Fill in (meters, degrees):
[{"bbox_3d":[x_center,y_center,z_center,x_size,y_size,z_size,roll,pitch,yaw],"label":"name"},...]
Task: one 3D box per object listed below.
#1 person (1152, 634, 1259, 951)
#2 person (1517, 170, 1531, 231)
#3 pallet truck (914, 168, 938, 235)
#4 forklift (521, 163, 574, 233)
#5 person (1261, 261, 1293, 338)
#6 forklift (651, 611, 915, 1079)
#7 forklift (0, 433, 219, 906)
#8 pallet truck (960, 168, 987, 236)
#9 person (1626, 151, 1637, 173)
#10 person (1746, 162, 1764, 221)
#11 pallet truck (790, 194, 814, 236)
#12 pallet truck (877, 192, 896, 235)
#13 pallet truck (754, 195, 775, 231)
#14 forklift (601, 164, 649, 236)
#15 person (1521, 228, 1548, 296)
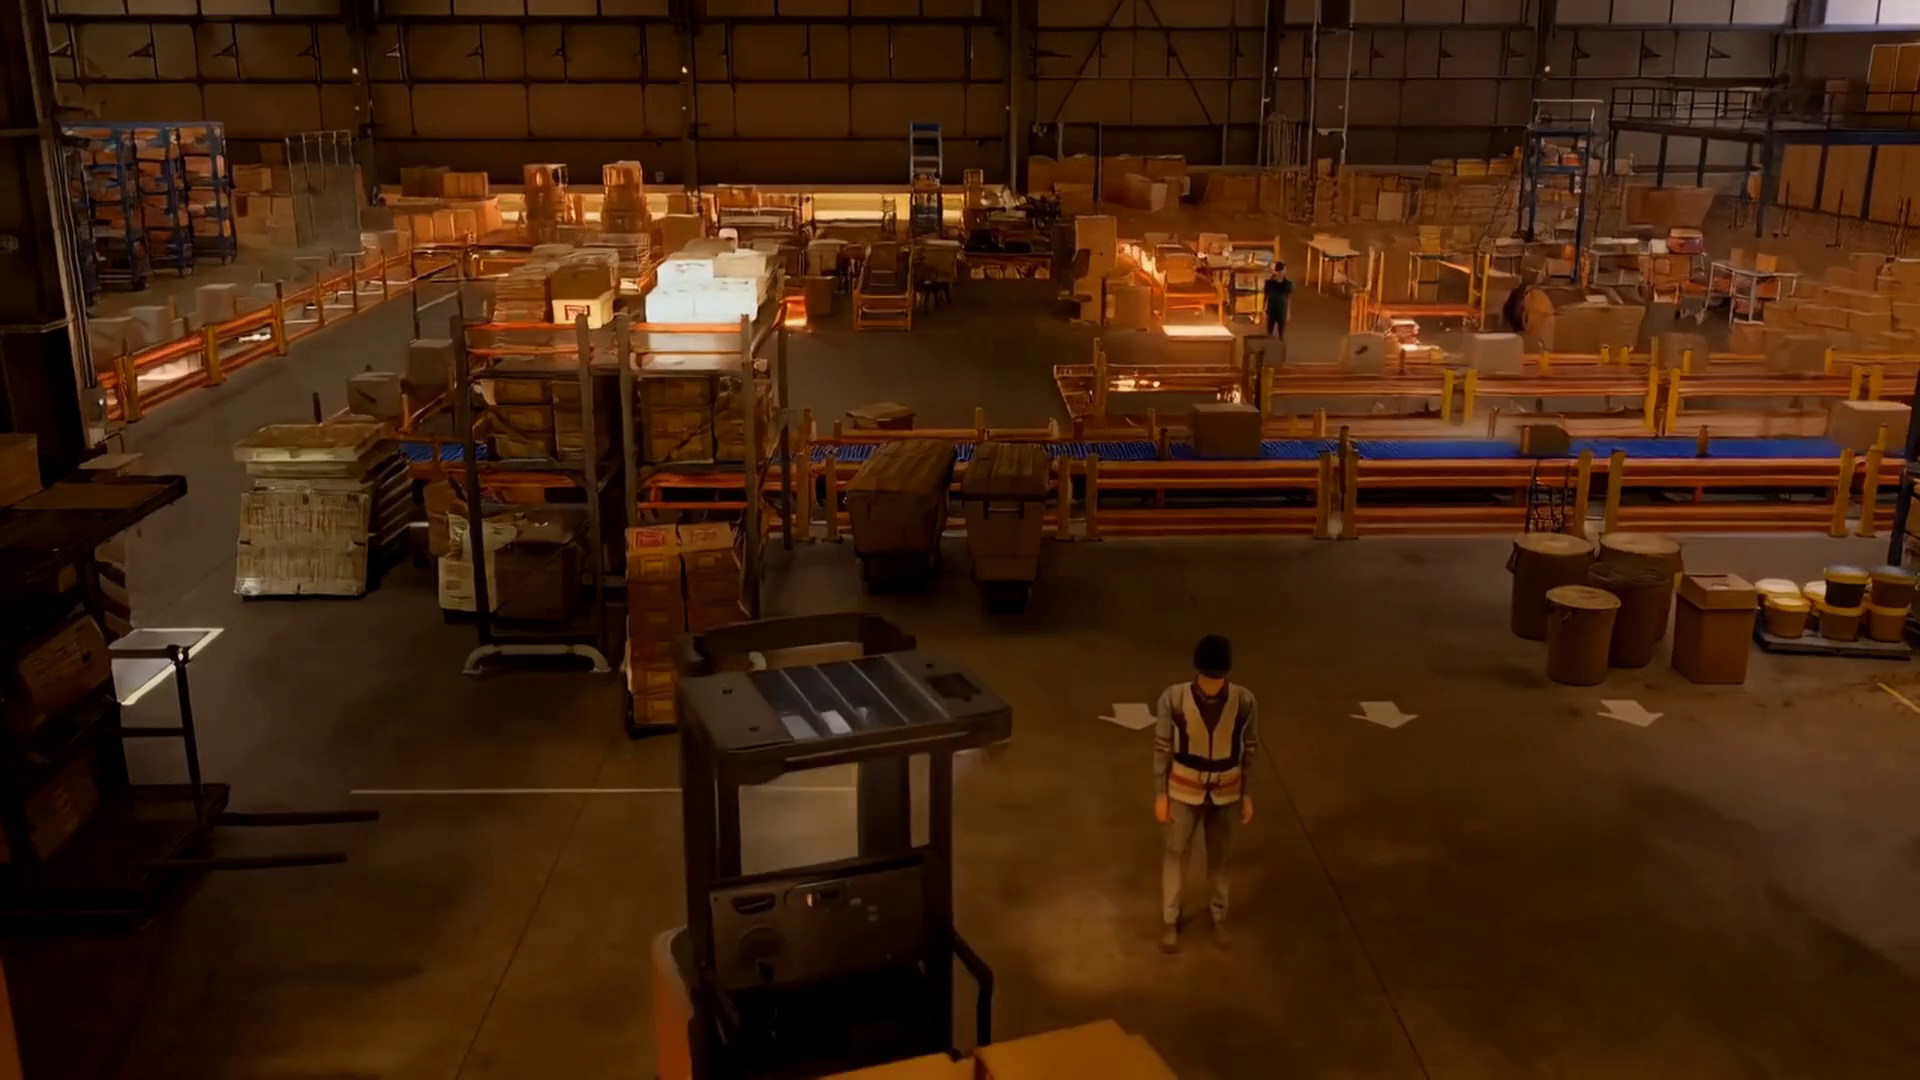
[{"bbox_3d":[1.421,1.459,9.679,0.601,1.941,0.395,0,16,-1],"label":"person"},{"bbox_3d":[17.368,-10.407,51.030,0.573,1.883,0.356,0,16,-1],"label":"person"},{"bbox_3d":[-0.989,-10.316,50.507,0.823,1.965,1.885,1,16,3],"label":"pallet truck"},{"bbox_3d":[-12.233,-10.122,49.298,1.157,1.987,2.680,0,16,-1],"label":"forklift"},{"bbox_3d":[5.292,-3.725,27.836,0.508,1.865,0.329,0,16,-1],"label":"person"},{"bbox_3d":[-0.675,1.708,7.139,1.129,2.768,1.873,-6,17,-20],"label":"forklift"},{"bbox_3d":[-5.952,0.780,10.366,1.873,2.768,1.129,0,16,-1],"label":"forklift"},{"bbox_3d":[0.383,-10.230,50.206,0.823,1.965,1.885,-1,16,-3],"label":"pallet truck"},{"bbox_3d":[24.454,-13.257,60.854,0.585,1.927,0.366,0,16,-1],"label":"person"},{"bbox_3d":[26.033,-11.375,54.309,0.542,1.931,0.366,0,16,-1],"label":"person"},{"bbox_3d":[-4.814,-9.883,50.259,0.704,1.261,1.522,-1,16,-3],"label":"pallet truck"},{"bbox_3d":[-2.277,-9.986,50.594,0.653,1.274,1.630,0,16,-1],"label":"pallet truck"},{"bbox_3d":[-6.051,-9.967,50.660,0.680,1.201,1.601,0,16,-1],"label":"pallet truck"},{"bbox_3d":[-9.948,-10.127,49.296,1.157,1.987,2.680,-1,16,-3],"label":"forklift"},{"bbox_3d":[11.850,-5.551,34.369,0.522,1.763,0.320,0,16,-1],"label":"person"}]
